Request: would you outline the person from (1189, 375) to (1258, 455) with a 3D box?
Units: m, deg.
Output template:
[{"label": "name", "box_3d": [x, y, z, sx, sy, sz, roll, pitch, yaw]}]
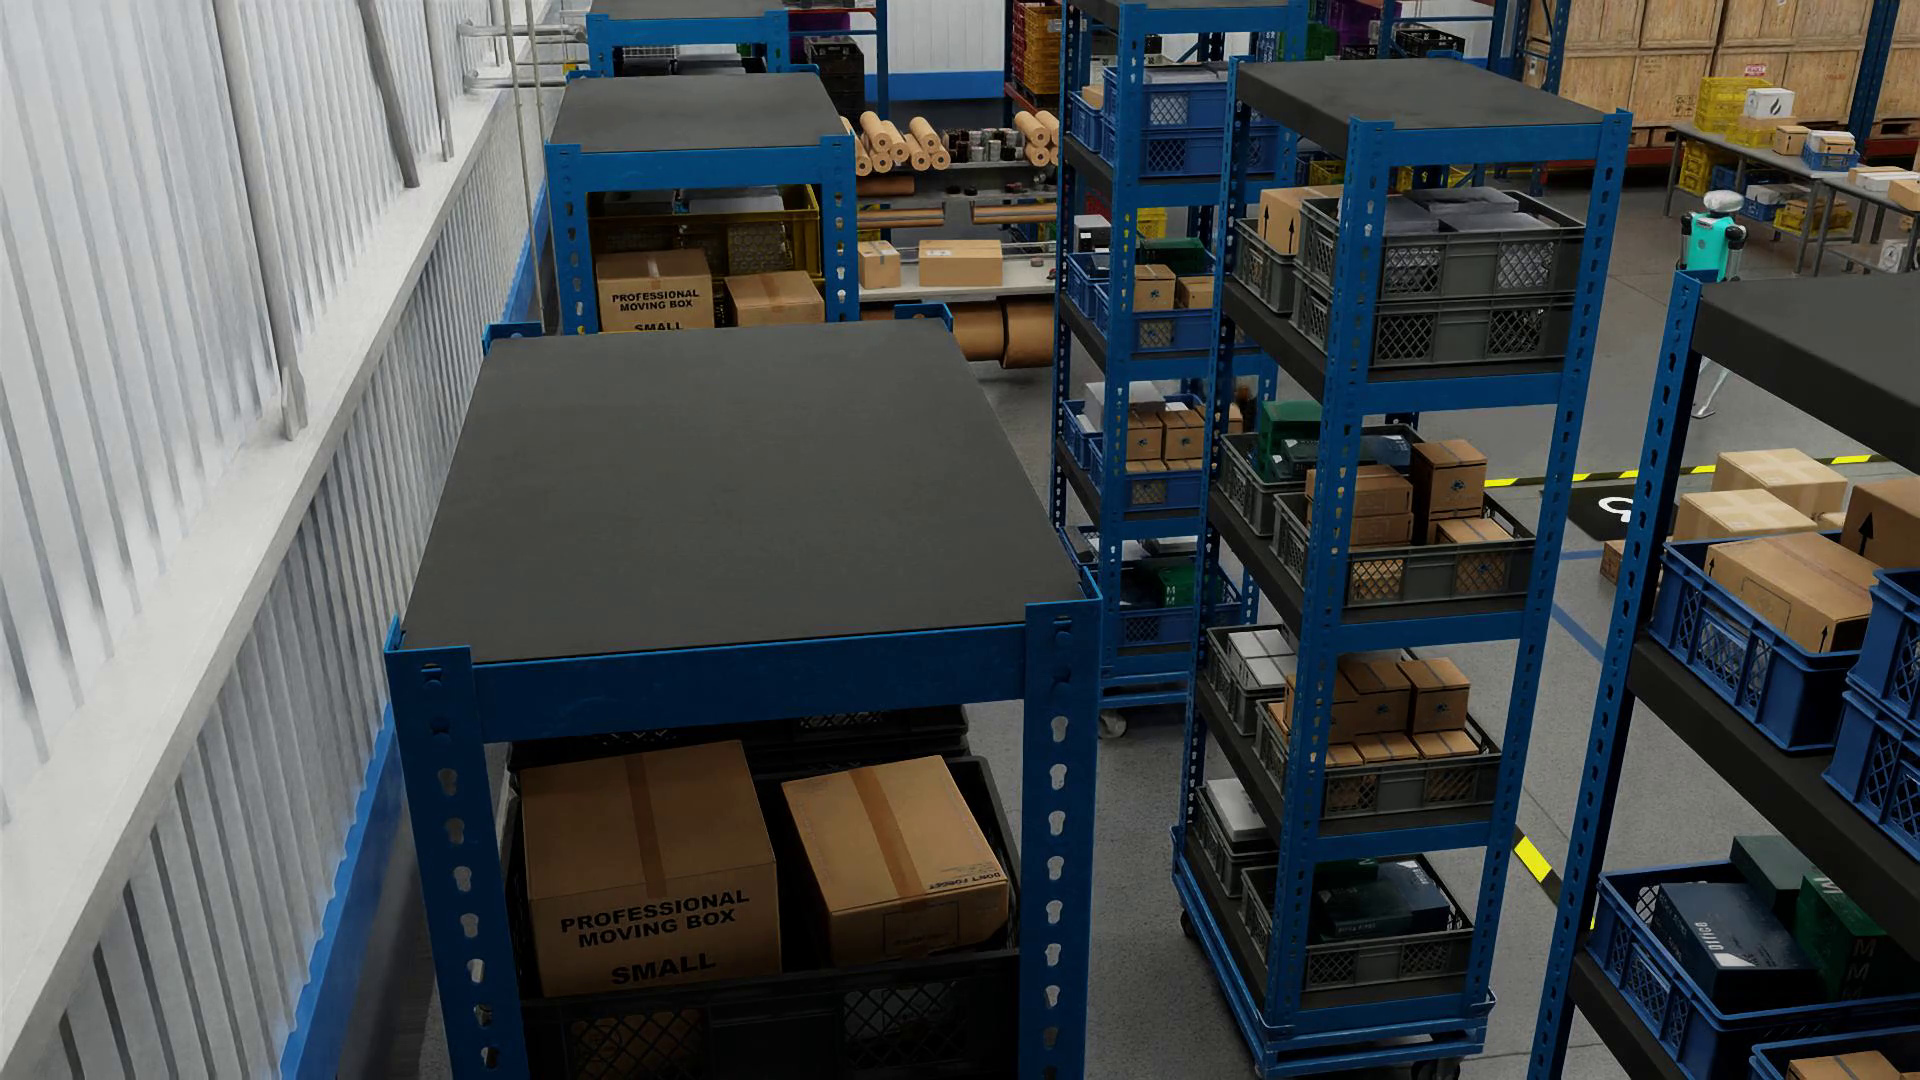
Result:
[{"label": "person", "box_3d": [1.791, -1.175, 11.053, 0.869, 1.776, 0.613, -10, 27, -22]}]

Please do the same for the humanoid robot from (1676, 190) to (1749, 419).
[{"label": "humanoid robot", "box_3d": [5.570, -1.728, 12.144, 0.735, 1.672, 0.533, -11, 27, -23]}]
